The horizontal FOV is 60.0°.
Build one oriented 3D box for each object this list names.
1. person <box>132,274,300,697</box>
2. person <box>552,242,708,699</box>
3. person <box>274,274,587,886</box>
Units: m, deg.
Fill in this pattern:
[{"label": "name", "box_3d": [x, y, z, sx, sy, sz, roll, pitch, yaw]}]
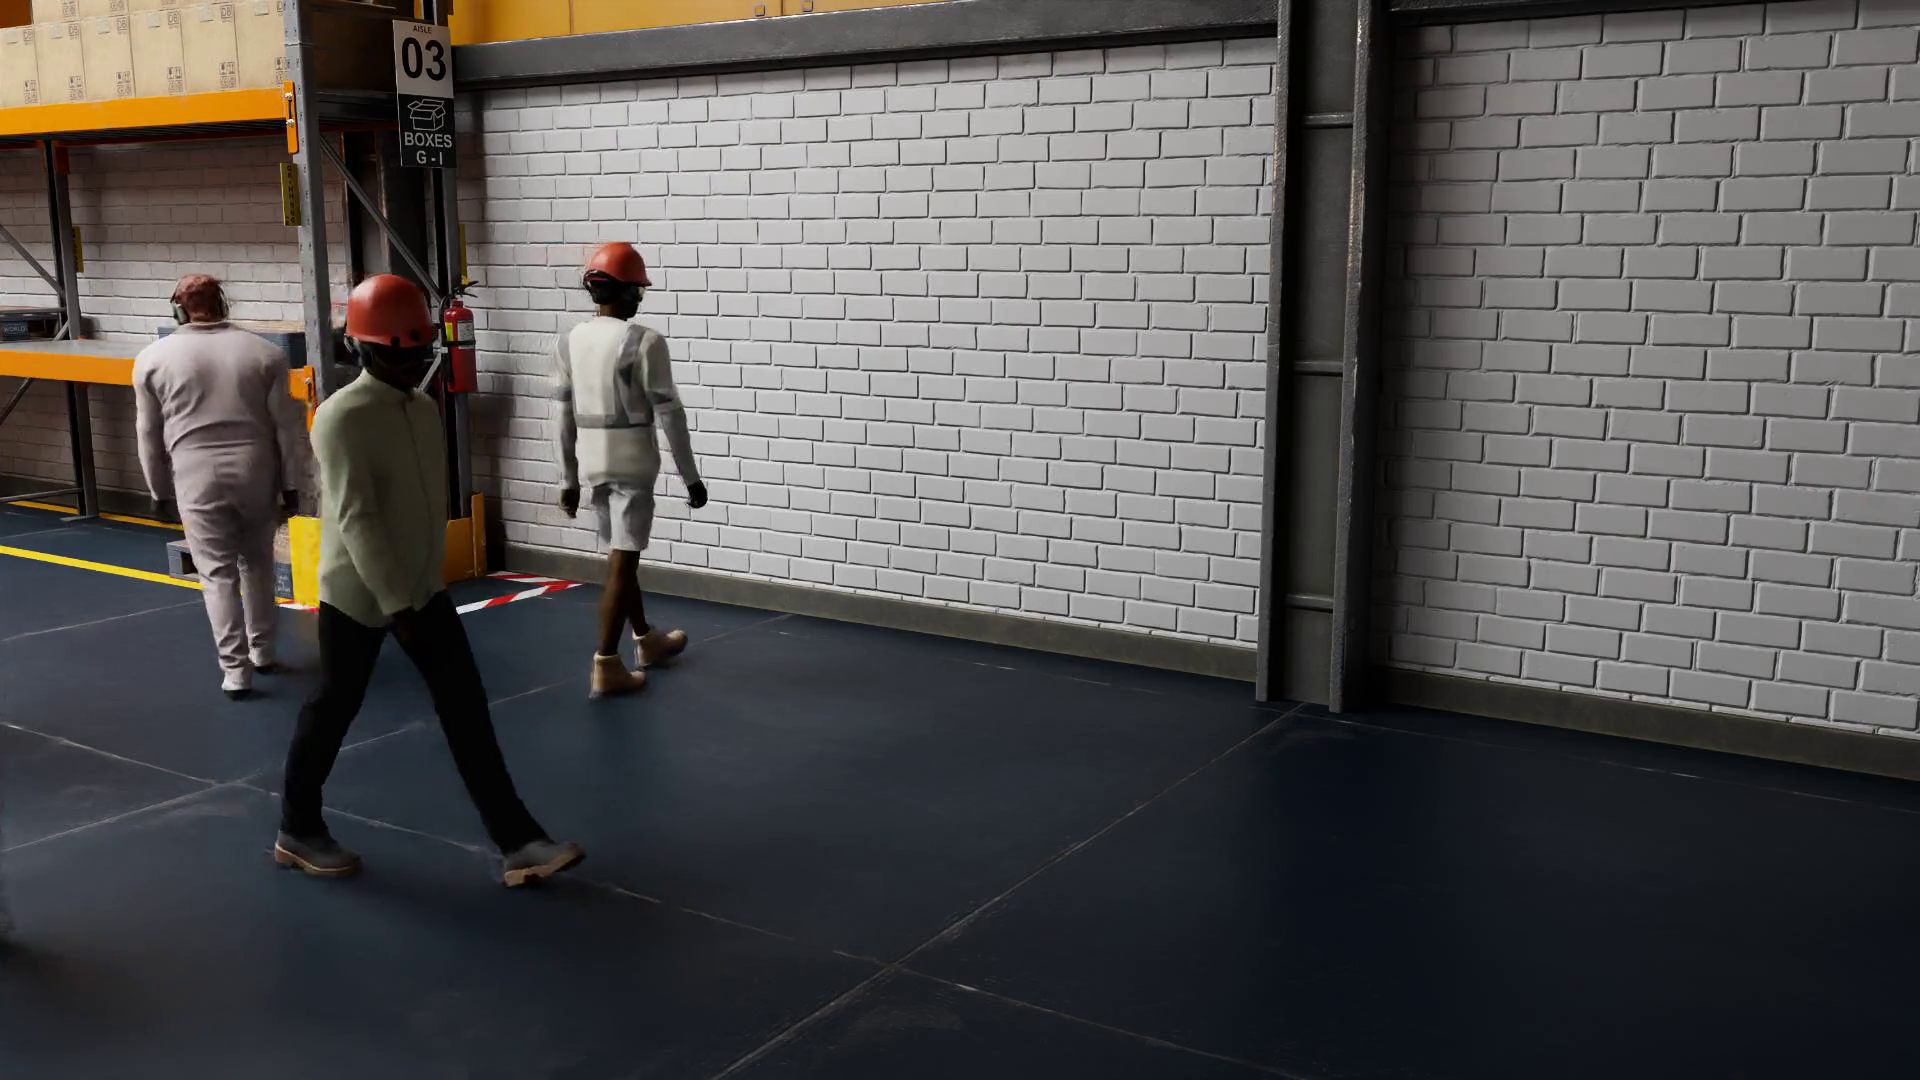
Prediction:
[{"label": "person", "box_3d": [-3.342, -0.254, 7.530, 0.653, 1.870, 0.836, -6, 12, -32]}, {"label": "person", "box_3d": [-1.478, -0.322, 7.536, 0.622, 2.029, 0.715, 7, 12, 32]}, {"label": "person", "box_3d": [-1.741, 0.155, 5.140, 1.105, 1.926, 0.607, 3, 11, 19]}]
